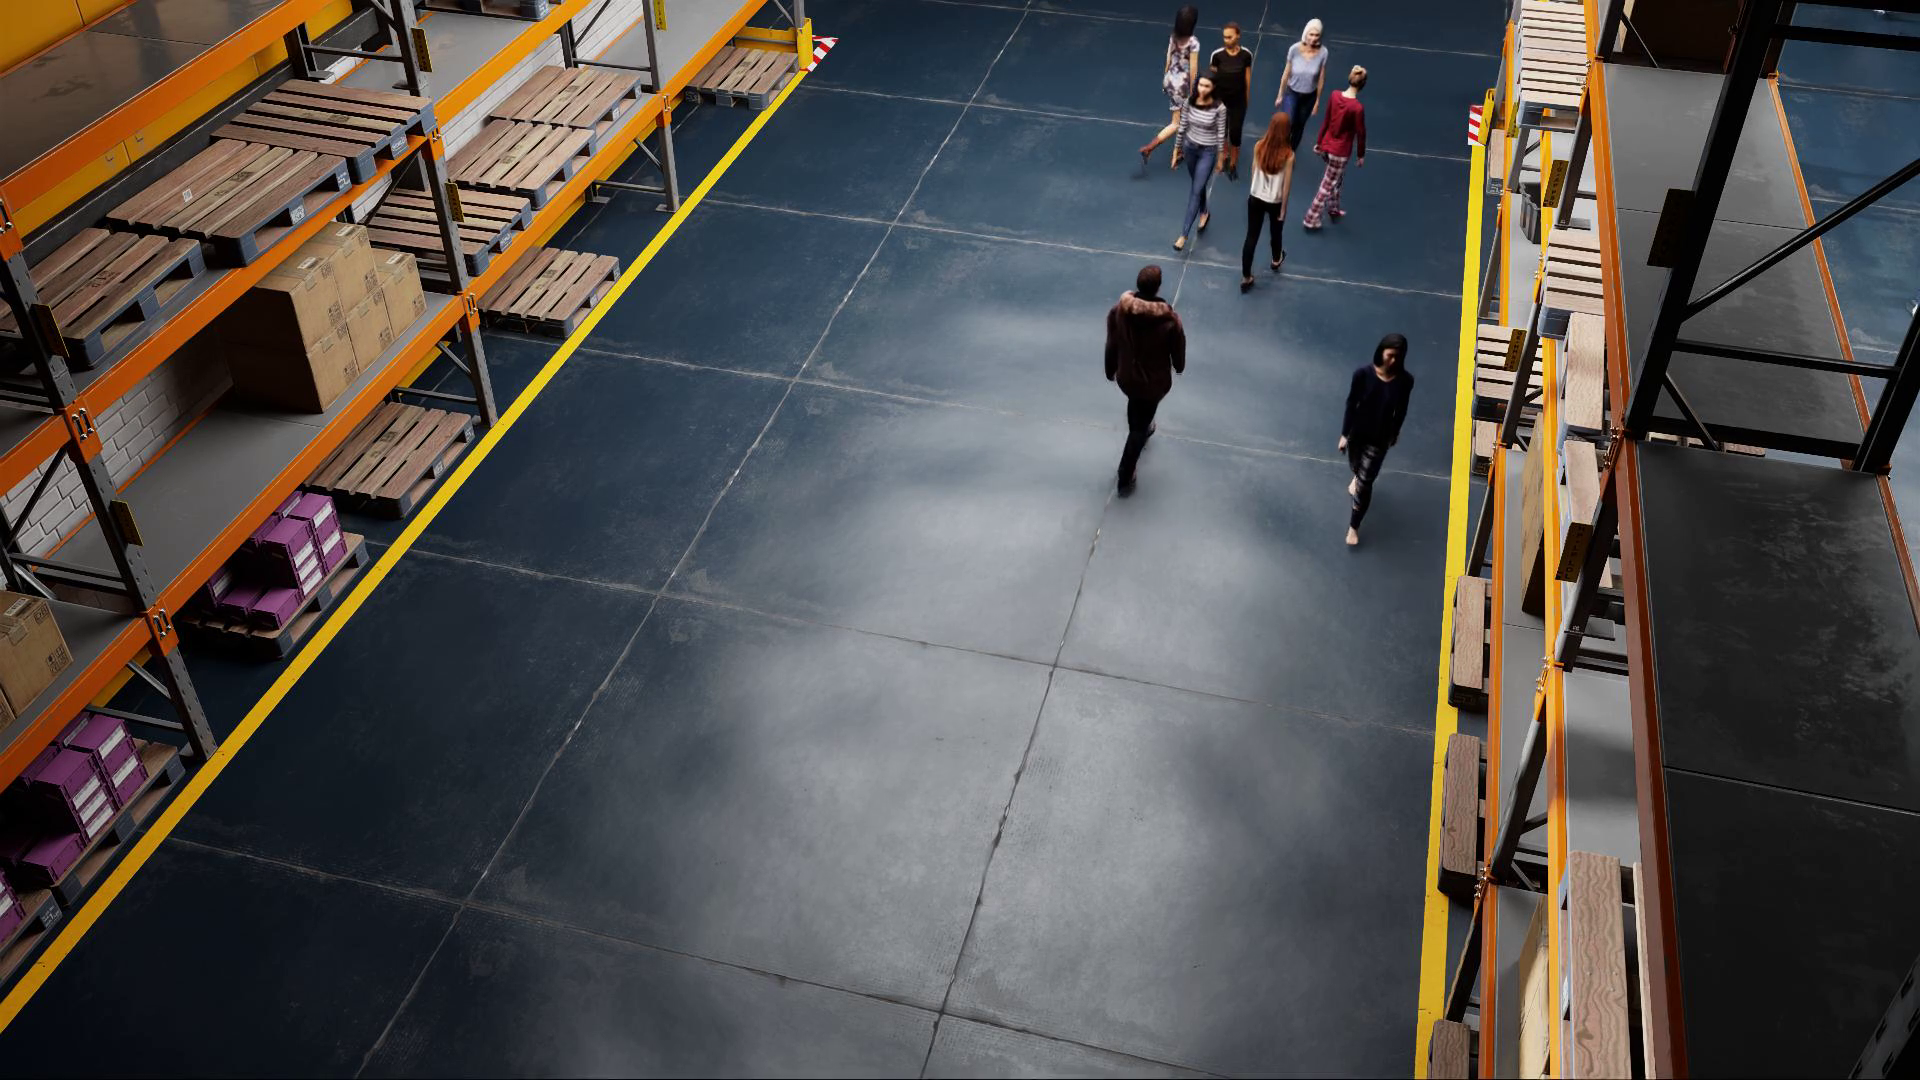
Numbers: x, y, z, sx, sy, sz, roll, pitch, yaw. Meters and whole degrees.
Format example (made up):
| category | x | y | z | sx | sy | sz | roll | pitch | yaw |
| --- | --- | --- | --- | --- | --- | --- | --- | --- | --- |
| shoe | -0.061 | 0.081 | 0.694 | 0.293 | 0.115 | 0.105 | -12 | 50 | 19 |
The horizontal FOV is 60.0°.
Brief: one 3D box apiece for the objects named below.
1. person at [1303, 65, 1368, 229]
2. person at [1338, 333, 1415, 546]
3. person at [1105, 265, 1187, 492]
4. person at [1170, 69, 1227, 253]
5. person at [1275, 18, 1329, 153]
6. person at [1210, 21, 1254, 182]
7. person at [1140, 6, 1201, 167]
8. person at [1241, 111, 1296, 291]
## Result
| category | x | y | z | sx | sy | sz | roll | pitch | yaw |
| --- | --- | --- | --- | --- | --- | --- | --- | --- | --- |
| person | 3.625 | -3.795 | 16.263 | 0.966 | 1.685 | 0.903 | -23 | 44 | -26 |
| person | 3.109 | -0.873 | 12.598 | 0.628 | 1.692 | 1.091 | 12 | 40 | 15 |
| person | 1.387 | -1.229 | 12.955 | 0.948 | 1.802 | 1.235 | 20 | 43 | 23 |
| person | 2.357 | -3.727 | 16.126 | 0.811 | 1.748 | 1.160 | 20 | 43 | 23 |
| person | 3.539 | -4.645 | 17.321 | 0.711 | 1.693 | 0.930 | 7 | 39 | 8 |
| person | 2.805 | -4.627 | 17.333 | 0.611 | 1.648 | 0.697 | 6 | 39 | 7 |
| person | 2.217 | -4.689 | 17.363 | 1.079 | 1.708 | 1.008 | -22 | 44 | -25 |
| person | 2.806 | -3.091 | 15.378 | 0.754 | 1.689 | 1.035 | 18 | 42 | 21 |
